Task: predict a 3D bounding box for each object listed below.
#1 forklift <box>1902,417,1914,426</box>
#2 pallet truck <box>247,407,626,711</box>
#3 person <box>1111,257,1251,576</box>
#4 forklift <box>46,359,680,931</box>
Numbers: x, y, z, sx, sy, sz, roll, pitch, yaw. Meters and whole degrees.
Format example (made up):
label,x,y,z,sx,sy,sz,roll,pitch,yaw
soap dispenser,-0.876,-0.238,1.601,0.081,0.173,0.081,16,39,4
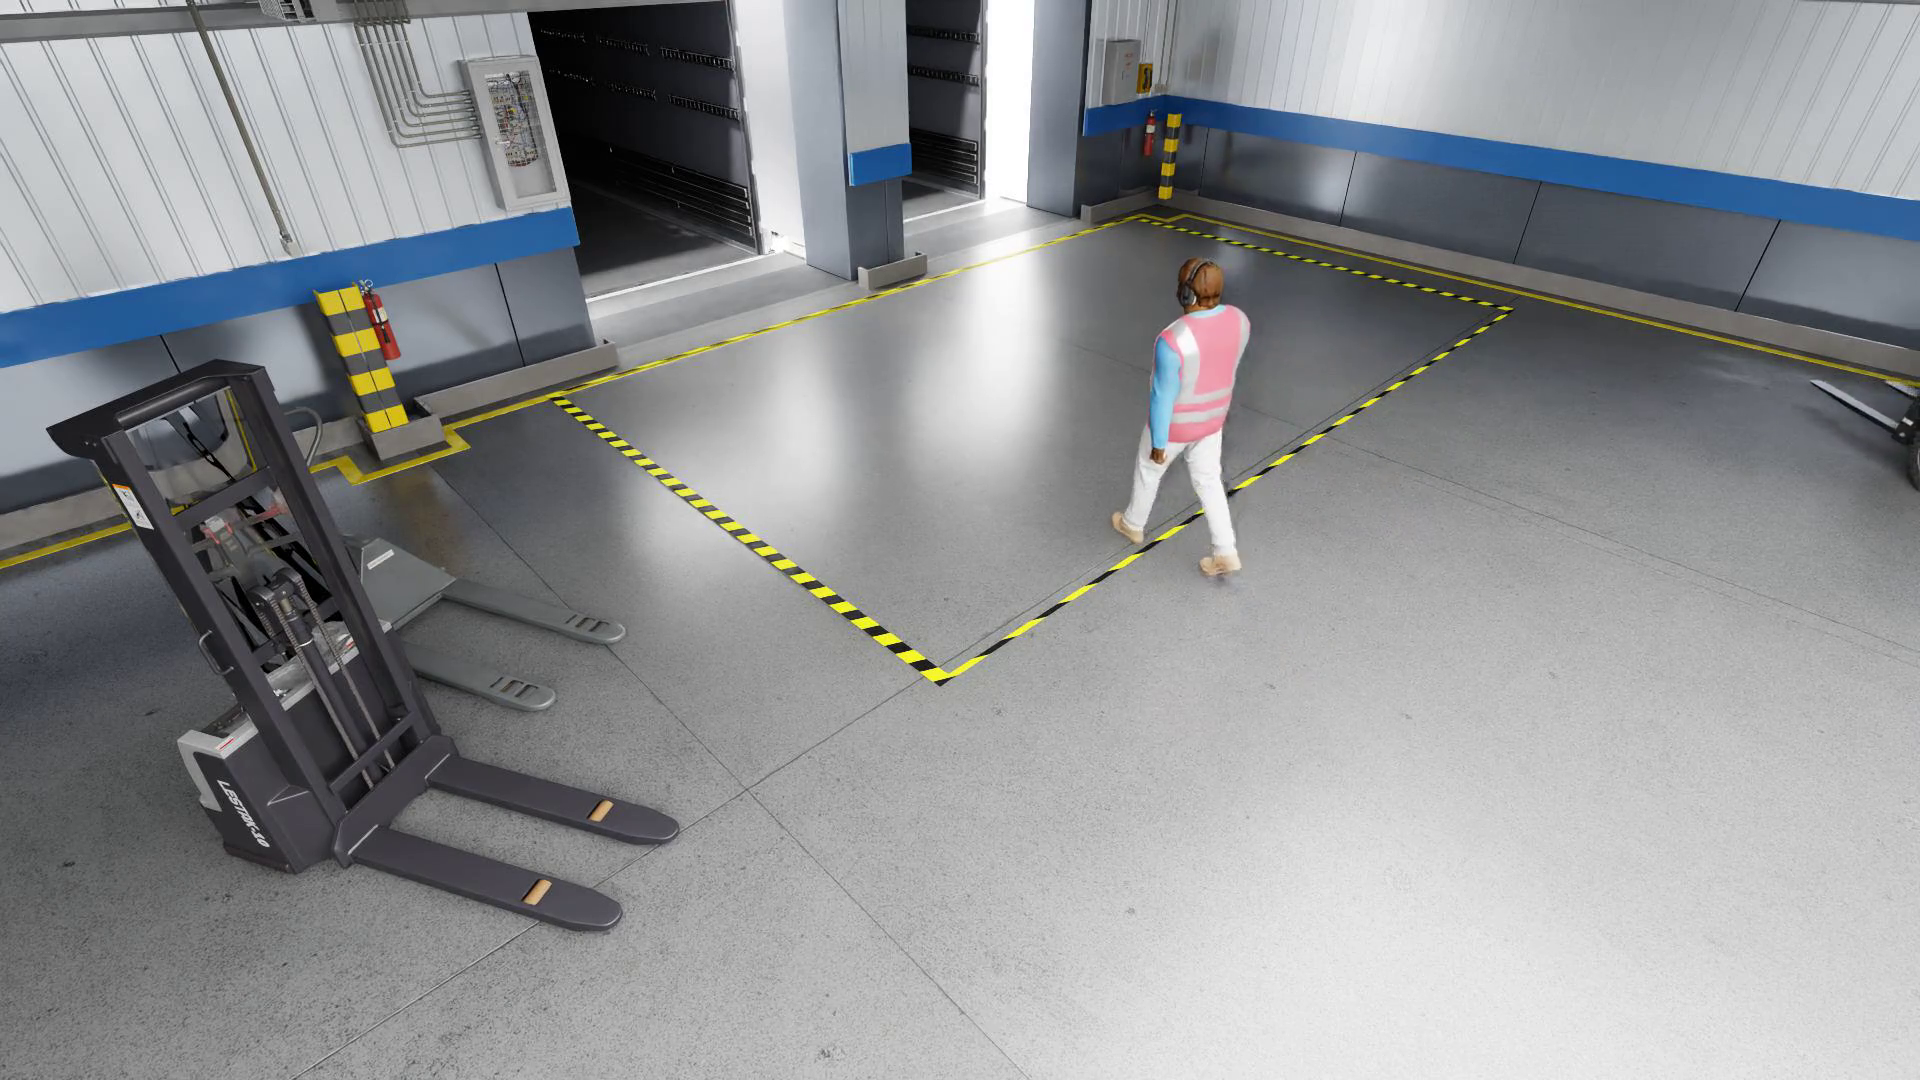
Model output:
label,x,y,z,sx,sy,sz,roll,pitch,yaw
forklift,7.089,-0.777,4.802,1.157,2.036,2.680,1,34,1
pallet truck,-2.628,0.038,4.590,1.601,1.201,0.680,12,36,18
person,1.284,-0.651,5.107,0.612,1.804,0.948,-16,37,-22
forklift,-2.135,0.422,3.354,1.885,1.965,0.823,10,35,14
